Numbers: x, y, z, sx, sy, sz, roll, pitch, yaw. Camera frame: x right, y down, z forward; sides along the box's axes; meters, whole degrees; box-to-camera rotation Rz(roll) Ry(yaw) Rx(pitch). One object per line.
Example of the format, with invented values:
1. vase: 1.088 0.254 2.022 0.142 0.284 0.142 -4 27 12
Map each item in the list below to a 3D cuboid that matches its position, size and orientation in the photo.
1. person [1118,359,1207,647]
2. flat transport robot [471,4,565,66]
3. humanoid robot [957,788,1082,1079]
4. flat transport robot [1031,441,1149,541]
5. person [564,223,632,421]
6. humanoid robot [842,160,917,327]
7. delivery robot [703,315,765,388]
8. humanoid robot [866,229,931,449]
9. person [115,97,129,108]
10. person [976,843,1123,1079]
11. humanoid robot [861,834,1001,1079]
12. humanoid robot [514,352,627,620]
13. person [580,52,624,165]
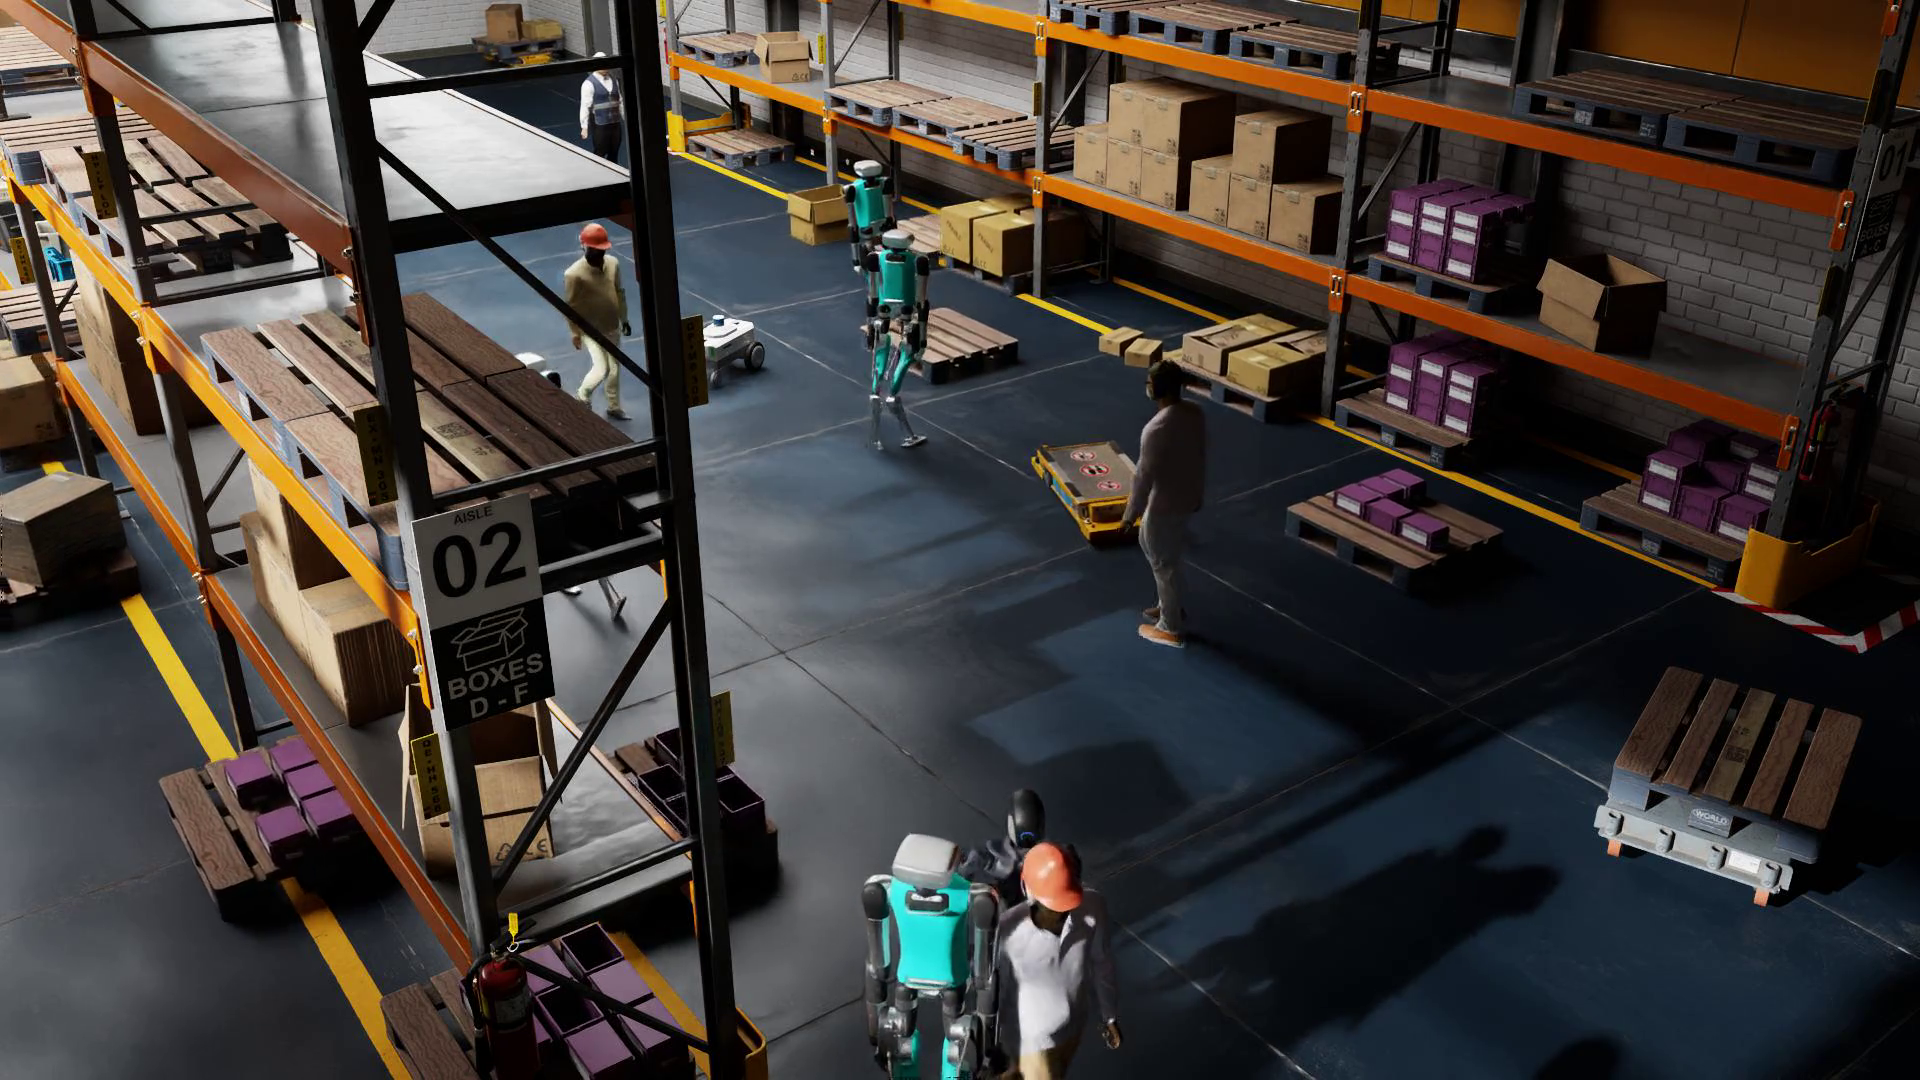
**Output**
1. person: 1.299 -0.228 10.609 0.503 1.917 0.662 14 30 26
2. flat transport robot: -7.476 -8.240 28.377 1.431 0.231 0.659 24 35 39
3. humanoid robot: 0.223 1.719 7.006 0.585 1.634 0.557 -5 27 -9
4. flat transport robot: 1.072 -0.408 12.798 0.659 0.231 1.431 -7 28 -14
5. person: -3.012 -1.812 13.960 0.398 1.734 0.570 17 31 30
6. humanoid robot: -0.690 -2.576 15.579 0.543 1.862 0.781 -19 32 -33
7. delivery robot: -2.175 -1.756 15.155 0.499 0.589 0.782 13 29 24
8. humanoid robot: -0.549 -1.564 13.461 0.560 1.759 0.776 7 28 14
9. person: -10.341 -5.239 20.616 0.617 1.872 0.978 17 31 31
10. person: 0.336 1.880 6.636 0.555 1.714 0.838 -16 31 -28
11. humanoid robot: -0.137 2.009 6.360 0.551 1.767 0.932 4 27 9
12. humanoid robot: -2.532 -0.320 11.026 0.934 1.793 0.557 16 31 28
13. person: -4.370 -5.121 20.513 0.447 1.757 0.764 20 33 34
